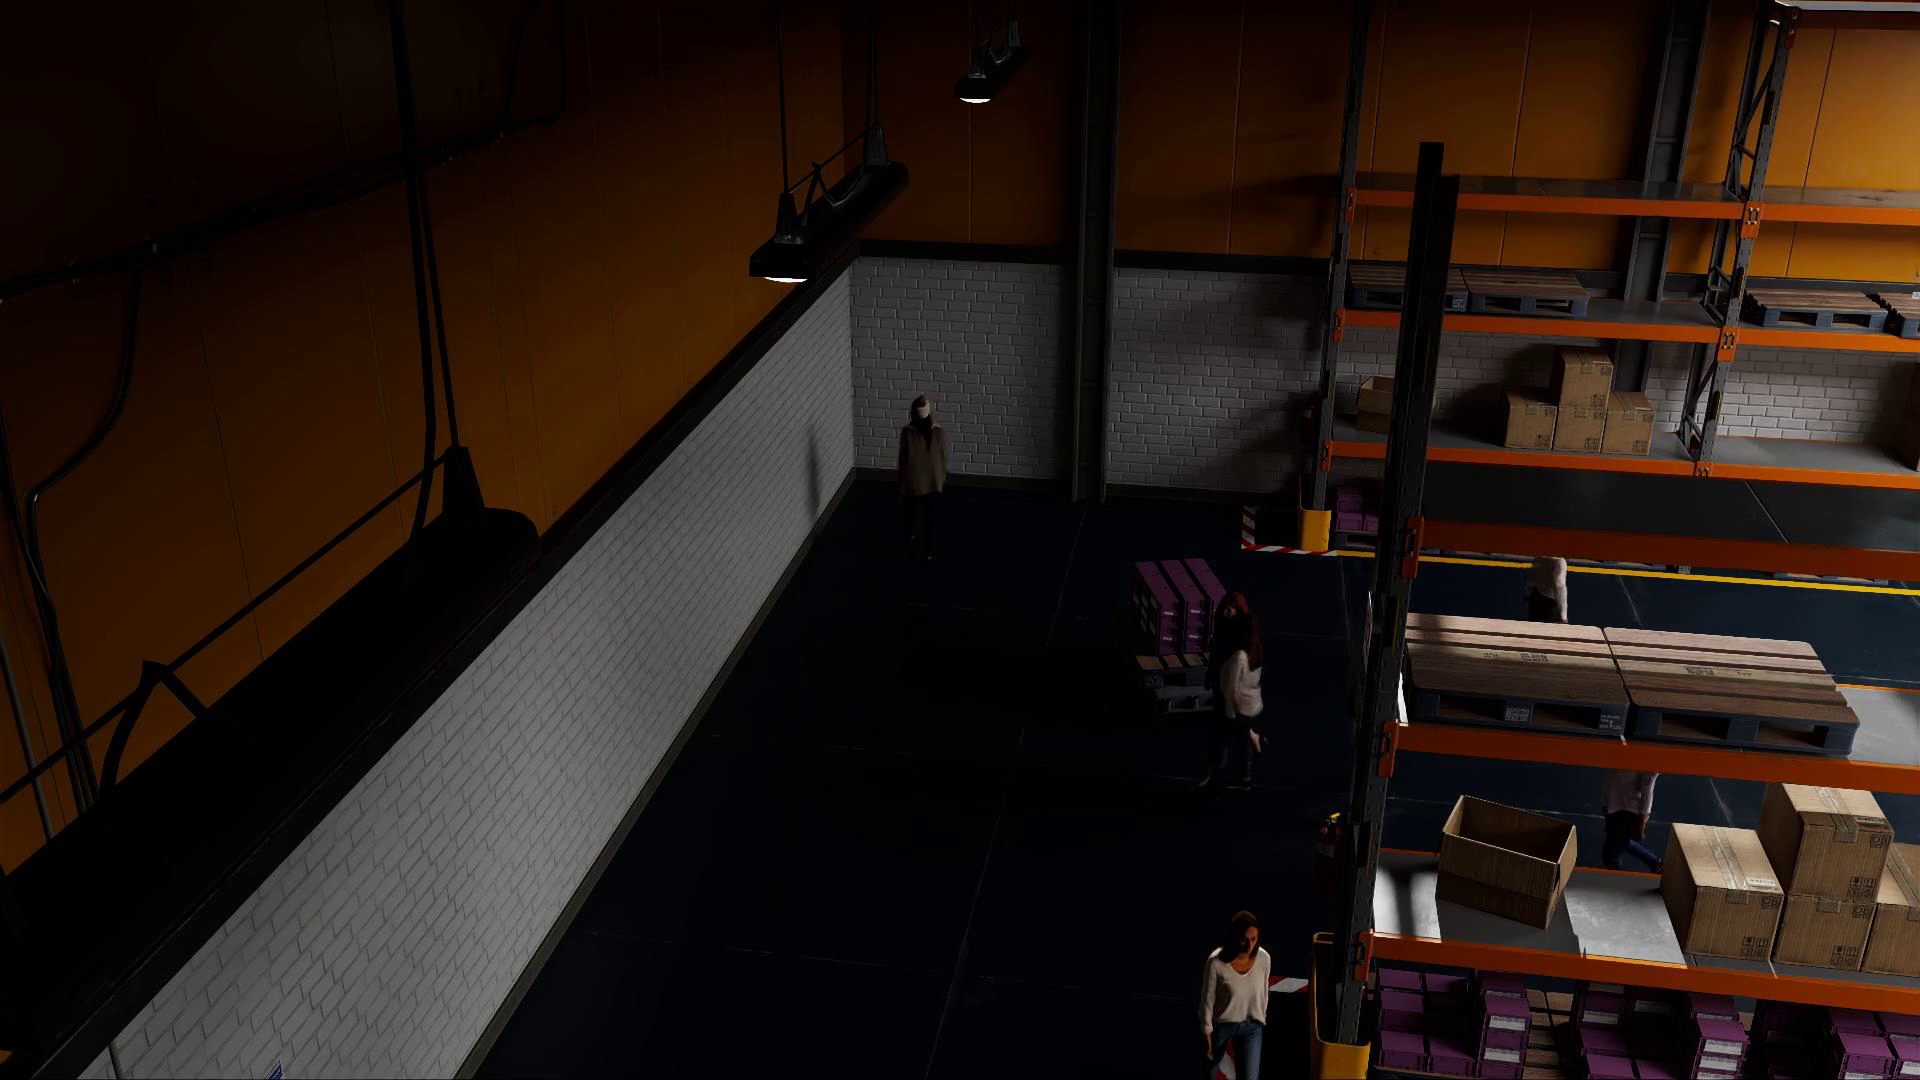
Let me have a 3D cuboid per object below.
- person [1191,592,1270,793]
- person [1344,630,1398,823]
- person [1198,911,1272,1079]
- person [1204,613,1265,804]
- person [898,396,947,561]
[{"bbox_3d":[2.334,1.260,14.075,1.164,1.800,1.067,-13,27,-28],"label":"person"},{"bbox_3d":[3.373,1.426,13.606,1.292,1.871,1.183,19,30,37],"label":"person"},{"bbox_3d":[1.660,2.974,10.360,1.086,1.636,0.875,-2,24,-5],"label":"person"},{"bbox_3d":[2.413,1.397,13.915,0.804,1.678,0.798,13,27,27],"label":"person"},{"bbox_3d":[-0.415,-0.677,18.441,1.144,1.852,0.988,-3,24,-6],"label":"person"}]
